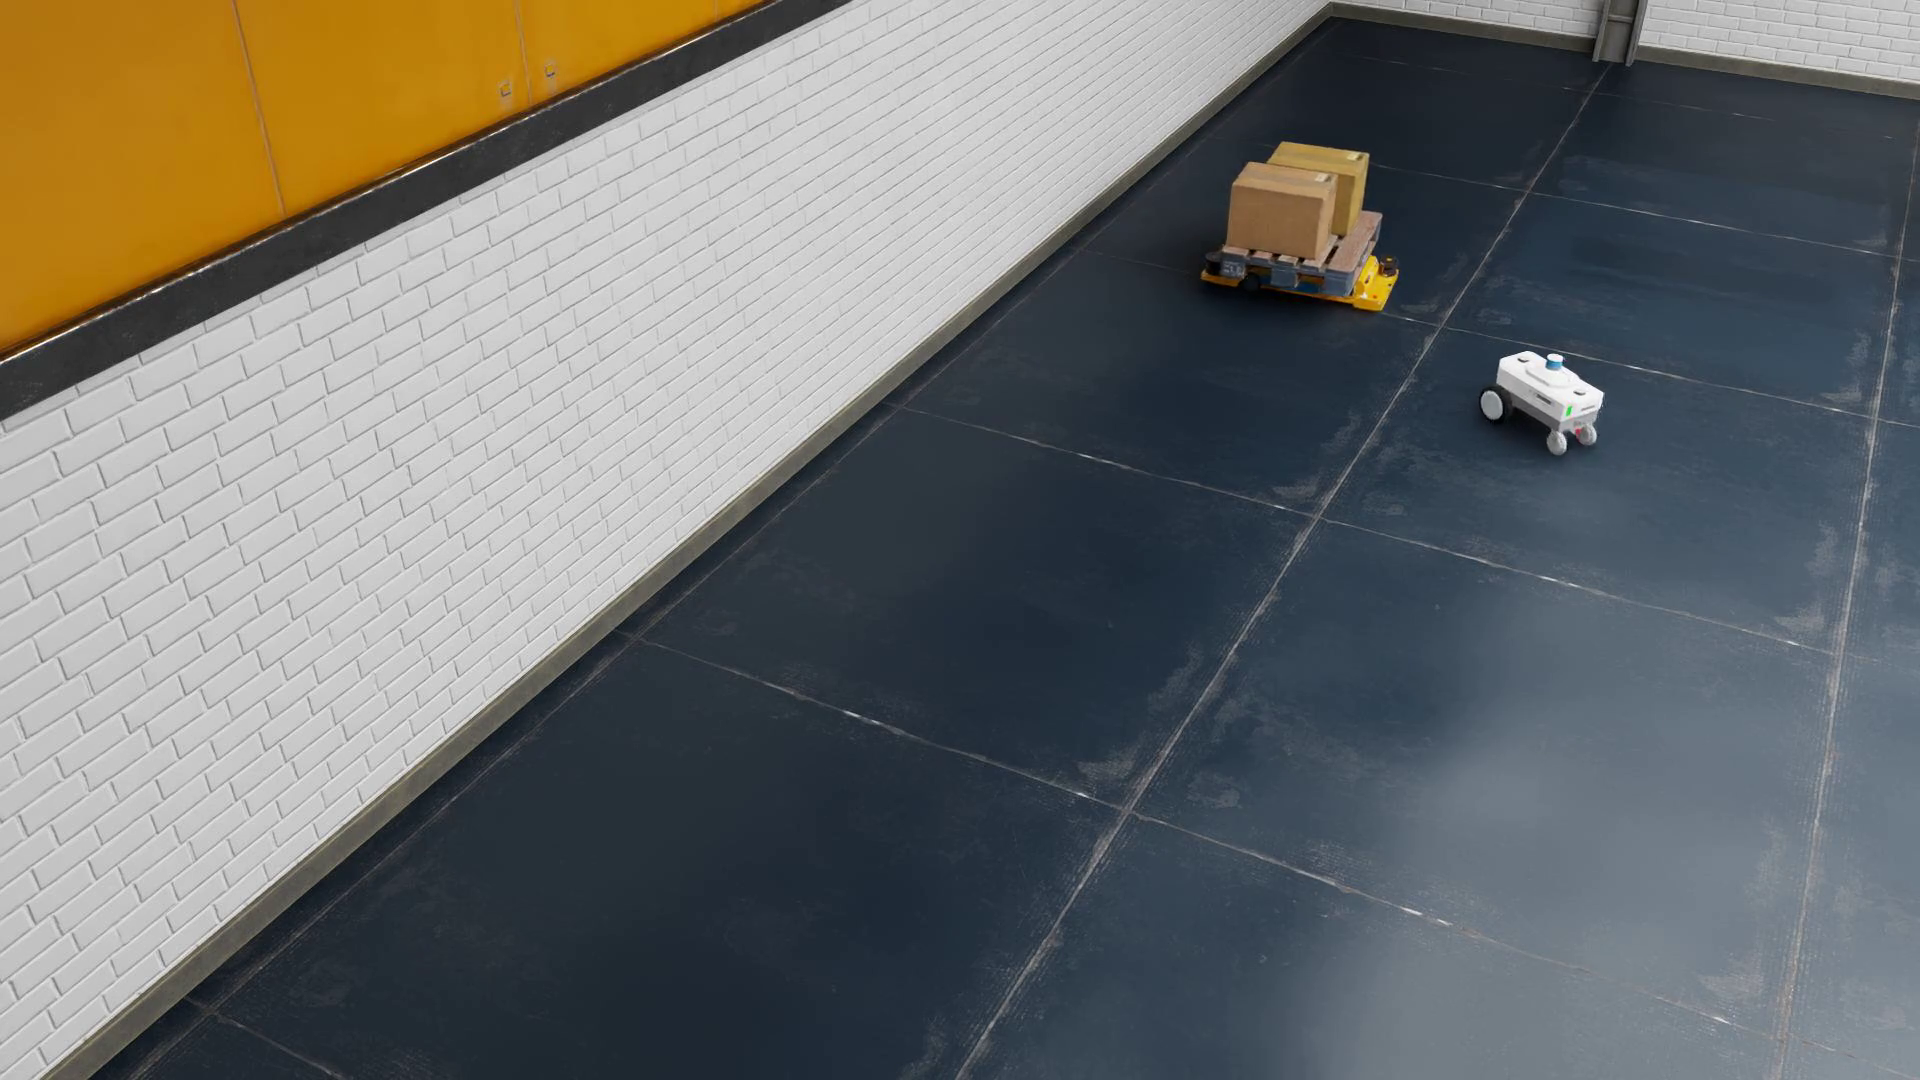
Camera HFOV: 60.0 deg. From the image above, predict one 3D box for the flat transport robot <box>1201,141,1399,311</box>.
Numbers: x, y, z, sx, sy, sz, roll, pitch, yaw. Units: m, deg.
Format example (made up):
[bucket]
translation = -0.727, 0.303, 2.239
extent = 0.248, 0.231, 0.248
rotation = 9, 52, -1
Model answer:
[flat transport robot]
translation = 2.690, -2.133, 13.151
extent = 1.431, 0.231, 0.659
rotation = 13, 36, 19

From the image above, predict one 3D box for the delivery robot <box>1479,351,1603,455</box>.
[delivery robot]
translation = 3.920, -0.966, 11.176
extent = 0.499, 0.614, 0.804
rotation = -16, 37, -23
